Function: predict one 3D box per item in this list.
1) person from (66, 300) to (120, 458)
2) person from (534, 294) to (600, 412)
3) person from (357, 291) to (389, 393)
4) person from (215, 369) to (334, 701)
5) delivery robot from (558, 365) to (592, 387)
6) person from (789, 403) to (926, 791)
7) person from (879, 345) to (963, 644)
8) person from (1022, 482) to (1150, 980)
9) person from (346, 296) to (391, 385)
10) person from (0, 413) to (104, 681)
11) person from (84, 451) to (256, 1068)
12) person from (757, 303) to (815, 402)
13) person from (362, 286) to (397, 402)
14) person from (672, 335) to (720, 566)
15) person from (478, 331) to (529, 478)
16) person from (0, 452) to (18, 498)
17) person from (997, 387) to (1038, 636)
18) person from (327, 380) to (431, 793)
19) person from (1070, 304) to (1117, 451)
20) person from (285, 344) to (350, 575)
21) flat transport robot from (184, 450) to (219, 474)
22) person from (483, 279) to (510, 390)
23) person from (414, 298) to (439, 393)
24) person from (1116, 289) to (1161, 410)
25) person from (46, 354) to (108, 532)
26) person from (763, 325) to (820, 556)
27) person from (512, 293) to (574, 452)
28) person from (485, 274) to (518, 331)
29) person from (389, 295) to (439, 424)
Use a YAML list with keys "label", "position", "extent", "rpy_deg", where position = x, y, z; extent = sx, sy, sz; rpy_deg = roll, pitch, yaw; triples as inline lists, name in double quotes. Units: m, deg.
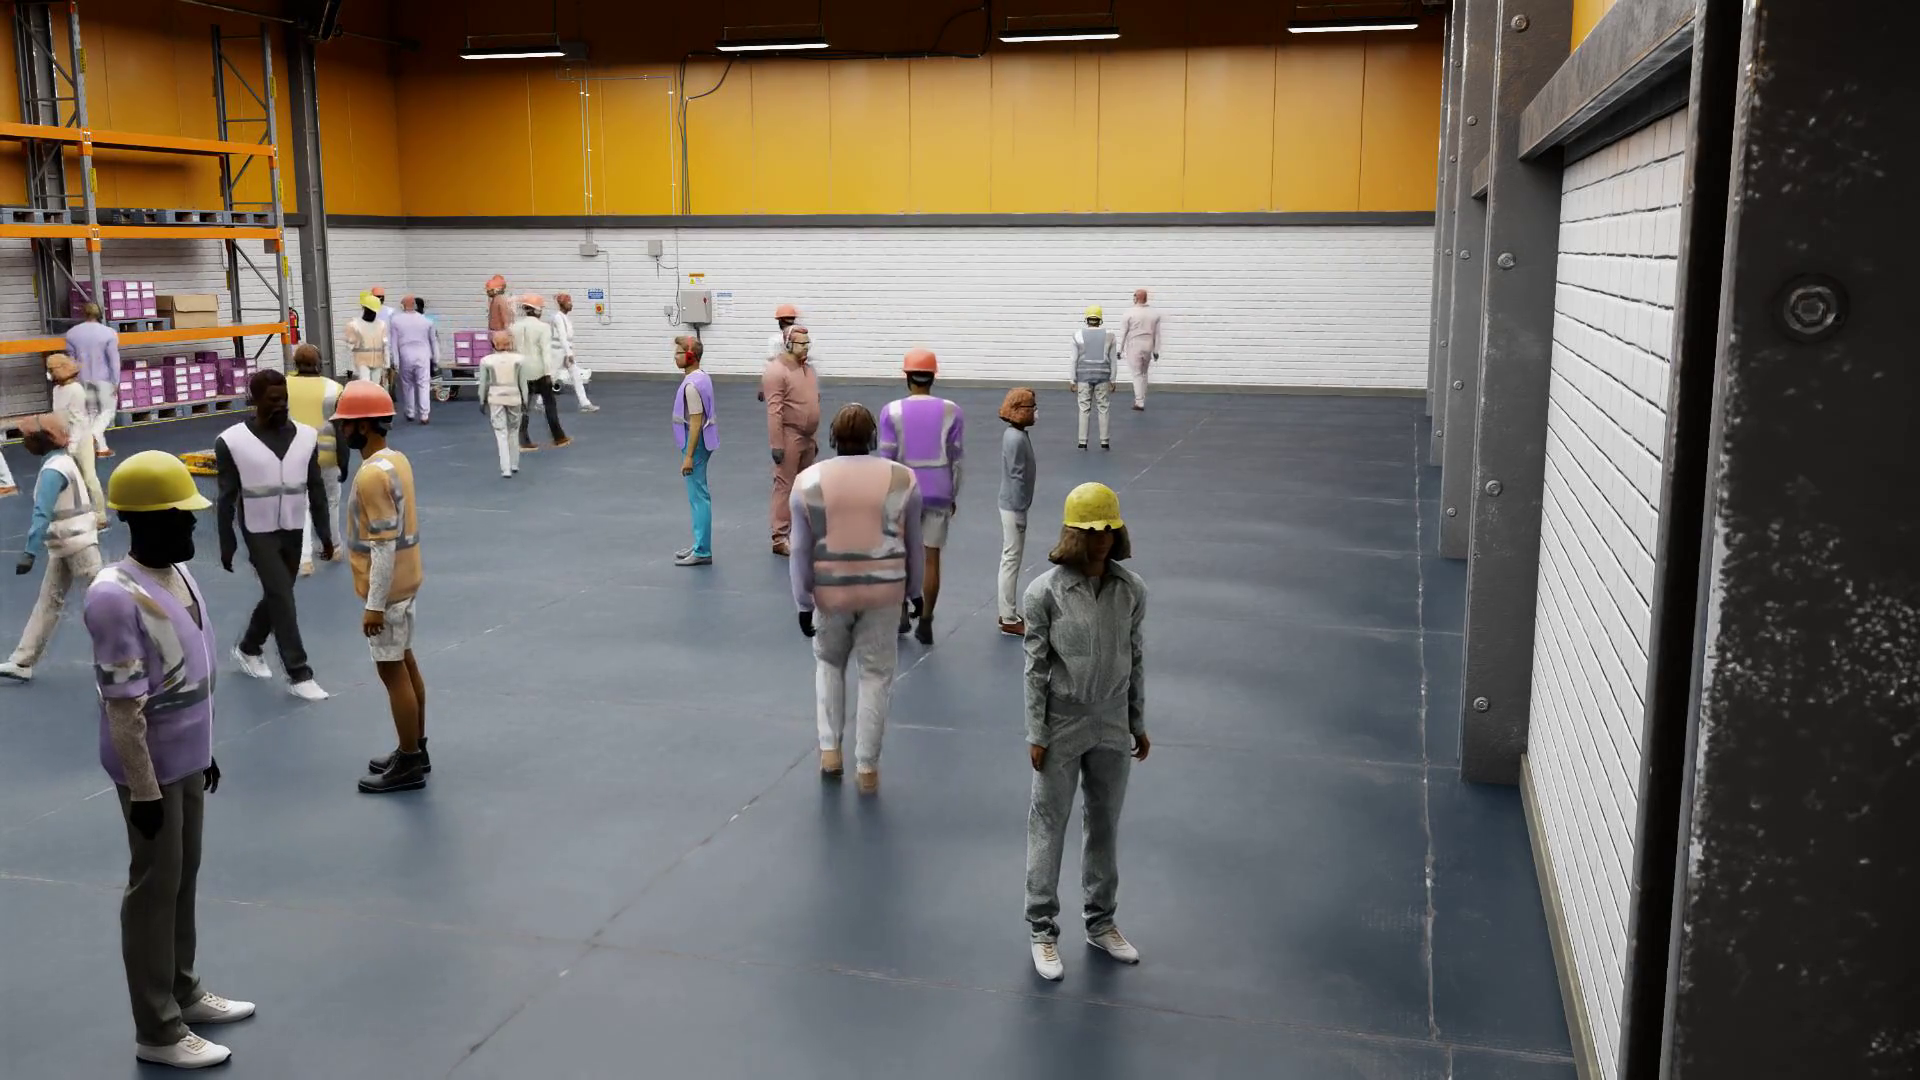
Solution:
- label: "person"
  position: [-10.346, -1.894, 19.846]
  extent: [0.630, 1.917, 0.721]
  rpy_deg: [0, 10, 0]
- label: "person"
  position: [-6.125, -2.870, 25.625]
  extent: [1.007, 1.837, 0.571]
  rpy_deg: [1, 10, 7]
- label: "person"
  position: [-9.904, -3.253, 27.824]
  extent: [0.672, 1.800, 0.600]
  rpy_deg: [-9, 13, -41]
- label: "person"
  position: [-3.970, -0.059, 9.573]
  extent: [0.971, 1.879, 0.605]
  rpy_deg: [7, 12, 36]
- label: "delivery robot"
  position: [-6.765, -2.862, 28.899]
  extent: [0.707, 0.478, 0.477]
  rpy_deg: [-2, 10, -9]
- label: "person"
  position: [-0.475, 0.261, 7.899]
  extent: [0.631, 1.824, 0.570]
  rpy_deg: [0, 10, -1]
- label: "person"
  position: [-0.254, -0.291, 10.745]
  extent: [0.542, 1.917, 0.482]
  rpy_deg: [-1, 10, -6]
- label: "person"
  position: [0.452, 0.661, 5.848]
  extent: [0.485, 1.745, 0.296]
  rpy_deg: [-5, 11, -25]
- label: "person"
  position: [-8.243, -2.445, 23.057]
  extent: [0.747, 1.882, 0.591]
  rpy_deg: [7, 12, 36]
- label: "person"
  position: [-5.242, 0.051, 9.720]
  extent: [0.899, 1.580, 0.527]
  rpy_deg: [-5, 11, -27]
- label: "person"
  position: [-2.485, 0.678, 5.231]
  extent: [0.369, 1.928, 0.586]
  rpy_deg: [-1, 10, -8]
- label: "person"
  position: [-1.990, -1.741, 18.992]
  extent: [0.571, 1.905, 0.768]
  rpy_deg: [-9, 13, -42]
- label: "person"
  position: [-9.464, -3.189, 27.172]
  extent: [0.564, 1.905, 0.776]
  rpy_deg: [-4, 11, -19]
- label: "person"
  position: [-2.122, -0.717, 13.354]
  extent: [0.389, 1.849, 0.567]
  rpy_deg: [-1, 10, -5]
- label: "person"
  position: [-5.091, -1.515, 18.513]
  extent: [0.536, 1.605, 0.756]
  rpy_deg: [-4, 11, -23]
- label: "person"
  position: [-10.069, -1.312, 16.653]
  extent: [1.048, 1.882, 0.650]
  rpy_deg: [-9, 14, -42]
- label: "person"
  position: [0.385, -0.191, 10.984]
  extent: [0.279, 1.634, 0.497]
  rpy_deg: [0, 10, 0]
- label: "person"
  position: [-2.723, 0.219, 7.802]
  extent: [0.376, 1.935, 0.550]
  rpy_deg: [-1, 10, -8]
- label: "person"
  position: [1.663, -2.021, 20.780]
  extent: [0.594, 1.832, 0.403]
  rpy_deg: [0, 10, 1]
- label: "person"
  position: [-5.125, -0.641, 13.123]
  extent: [0.628, 1.796, 0.966]
  rpy_deg: [-2, 10, -14]
- label: "flat transport robot"
  position: [-8.287, -0.942, 19.096]
  extent: [0.652, 0.197, 1.431]
  rpy_deg: [3, 10, 16]
- label: "person"
  position: [-8.254, -3.617, 29.416]
  extent: [0.725, 1.967, 0.656]
  rpy_deg: [-6, 12, -32]
- label: "person"
  position: [-9.322, -3.376, 28.912]
  extent: [0.550, 1.661, 0.524]
  rpy_deg: [10, 14, 44]
- label: "person"
  position: [2.755, -2.986, 26.111]
  extent: [0.660, 1.881, 0.775]
  rpy_deg: [-4, 11, -24]
- label: "person"
  position: [-7.878, -0.825, 14.639]
  extent: [0.514, 1.604, 0.668]
  rpy_deg: [6, 12, 31]
- label: "person"
  position: [-1.359, -0.829, 13.832]
  extent: [0.403, 1.904, 0.652]
  rpy_deg: [5, 11, 24]
- label: "person"
  position: [-5.264, -2.104, 20.883]
  extent: [0.653, 1.955, 0.933]
  rpy_deg: [5, 11, 25]
- label: "person"
  position: [-8.568, -3.942, 31.115]
  extent: [0.609, 2.032, 0.410]
  rpy_deg: [1, 10, 4]
- label: "person"
  position: [-7.907, -2.614, 24.116]
  extent: [0.677, 1.836, 1.042]
  rpy_deg: [-4, 11, -23]
